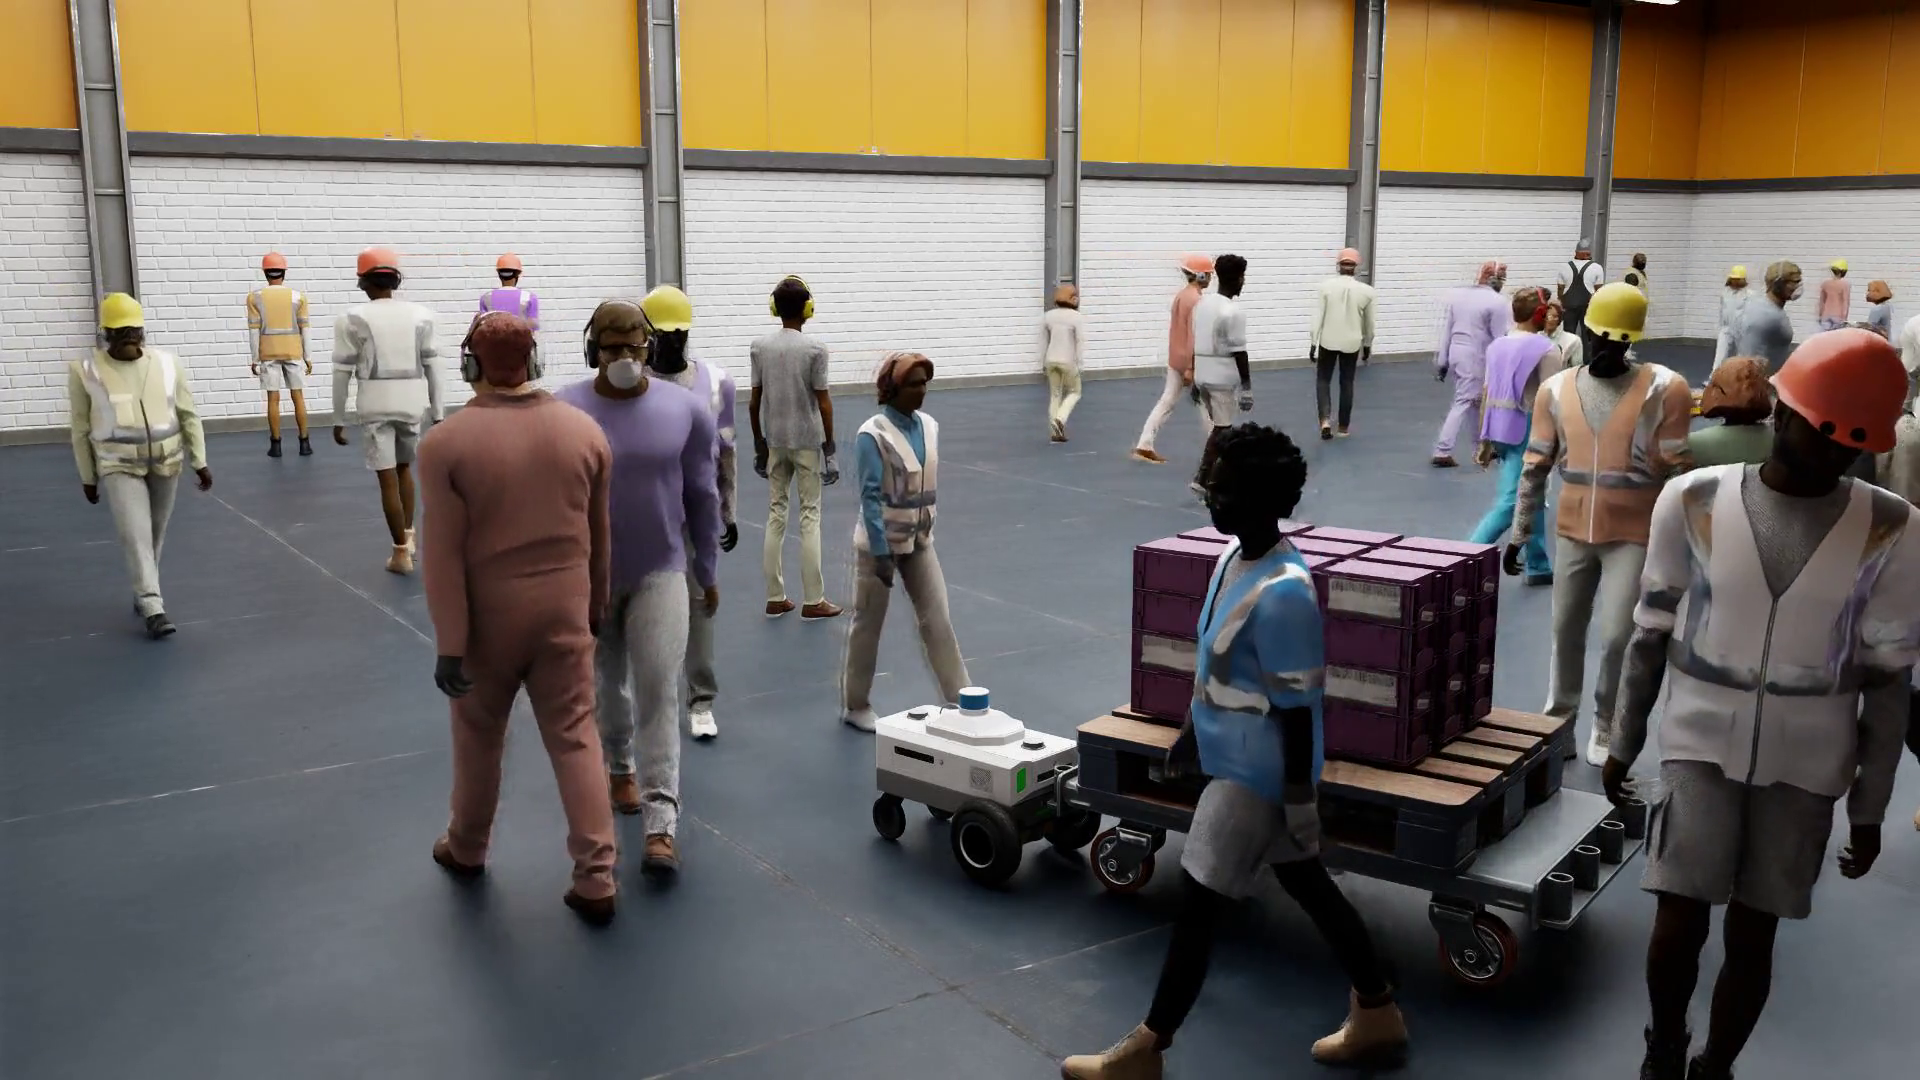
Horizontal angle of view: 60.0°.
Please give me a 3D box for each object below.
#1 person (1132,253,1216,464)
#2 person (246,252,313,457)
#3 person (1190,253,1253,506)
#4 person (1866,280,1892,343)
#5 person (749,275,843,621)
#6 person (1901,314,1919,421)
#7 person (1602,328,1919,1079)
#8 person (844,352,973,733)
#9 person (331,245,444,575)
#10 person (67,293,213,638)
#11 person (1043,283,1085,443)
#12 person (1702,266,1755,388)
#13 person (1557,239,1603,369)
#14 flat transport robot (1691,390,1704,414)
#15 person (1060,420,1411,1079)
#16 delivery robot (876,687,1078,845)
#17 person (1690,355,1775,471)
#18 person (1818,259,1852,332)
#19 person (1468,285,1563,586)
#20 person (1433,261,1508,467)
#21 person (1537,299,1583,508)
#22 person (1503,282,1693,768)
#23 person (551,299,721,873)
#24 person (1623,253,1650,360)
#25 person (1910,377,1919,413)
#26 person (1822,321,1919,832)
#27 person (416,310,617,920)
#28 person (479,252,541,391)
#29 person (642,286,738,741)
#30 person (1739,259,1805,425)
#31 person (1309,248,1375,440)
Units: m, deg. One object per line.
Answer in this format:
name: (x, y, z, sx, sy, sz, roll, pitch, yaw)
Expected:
person: (2.066, -1.643, 15.186, 1.067, 1.938, 0.630, -3, 11, -16)
person: (-6.447, -1.755, 15.786, 0.552, 1.932, 0.377, -5, 11, -26)
person: (2.021, -1.223, 12.816, 0.427, 1.951, 0.650, -4, 11, -23)
person: (10.180, -2.102, 18.637, 0.877, 1.584, 0.519, 8, 13, 36)
person: (-0.892, -0.491, 9.044, 0.532, 1.866, 0.319, 5, 11, 24)
person: (5.852, -0.671, 9.831, 0.633, 1.938, 0.355, 9, 14, 42)
person: (1.704, 0.489, 3.590, 0.603, 1.896, 0.427, 5, 12, 26)
person: (-0.183, 0.043, 6.828, 0.780, 1.604, 0.538, 8, 13, 37)
person: (-3.571, -0.800, 10.299, 0.643, 2.022, 0.643, -9, 13, -39)
person: (-4.346, -0.409, 8.832, 0.597, 1.789, 0.927, -10, 14, -42)
person: (1.016, -1.761, 16.684, 0.522, 1.615, 0.419, 7, 13, 34)
person: (10.383, -2.827, 22.333, 0.943, 1.681, 0.490, -8, 13, -38)
person: (9.696, -3.667, 25.977, 0.688, 2.000, 0.539, 7, 12, 32)
flat transport robot: (8.865, -1.664, 19.846, 1.431, 0.197, 0.652, -6, 12, -32)
person: (0.729, 0.534, 4.025, 0.887, 1.653, 0.531, 0, 10, 3)
delivery robot: (0.046, 0.741, 5.627, 0.707, 0.478, 0.477, 9, 14, 41)
person: (2.970, 0.097, 6.464, 0.519, 1.620, 0.341, 0, 10, 2)
person: (13.389, -3.444, 25.574, 0.713, 1.746, 0.528, -4, 11, -22)
person: (3.227, -0.579, 9.694, 0.924, 1.807, 0.572, -3, 11, -16)
person: (4.689, -1.585, 15.080, 0.976, 1.857, 0.671, -3, 11, -18)
person: (4.421, -0.998, 12.522, 0.535, 1.602, 0.805, 2, 11, 13)
person: (2.450, -0.029, 6.387, 0.412, 1.909, 0.650, -10, 14, -43)
person: (-1.130, 0.127, 5.652, 0.656, 1.882, 1.078, -2, 11, -12)
person: (11.513, -3.970, 28.326, 0.434, 1.798, 0.791, 7, 12, 32)
person: (7.275, -1.047, 12.147, 0.566, 1.838, 0.861, 5, 12, 27)
person: (3.101, 0.154, 5.682, 0.894, 1.803, 0.554, -4, 11, -19)
person: (-1.371, 0.224, 5.171, 0.651, 1.861, 0.944, -8, 13, -38)
person: (-4.132, -1.677, 15.360, 0.547, 1.934, 0.386, 0, 10, -1)
person: (-1.251, -0.149, 7.161, 0.610, 1.878, 1.005, -3, 11, -16)
person: (5.480, -0.961, 11.458, 0.495, 1.925, 0.645, 6, 12, 29)
person: (3.923, -2.005, 17.110, 0.666, 1.957, 0.871, 1, 10, 7)
